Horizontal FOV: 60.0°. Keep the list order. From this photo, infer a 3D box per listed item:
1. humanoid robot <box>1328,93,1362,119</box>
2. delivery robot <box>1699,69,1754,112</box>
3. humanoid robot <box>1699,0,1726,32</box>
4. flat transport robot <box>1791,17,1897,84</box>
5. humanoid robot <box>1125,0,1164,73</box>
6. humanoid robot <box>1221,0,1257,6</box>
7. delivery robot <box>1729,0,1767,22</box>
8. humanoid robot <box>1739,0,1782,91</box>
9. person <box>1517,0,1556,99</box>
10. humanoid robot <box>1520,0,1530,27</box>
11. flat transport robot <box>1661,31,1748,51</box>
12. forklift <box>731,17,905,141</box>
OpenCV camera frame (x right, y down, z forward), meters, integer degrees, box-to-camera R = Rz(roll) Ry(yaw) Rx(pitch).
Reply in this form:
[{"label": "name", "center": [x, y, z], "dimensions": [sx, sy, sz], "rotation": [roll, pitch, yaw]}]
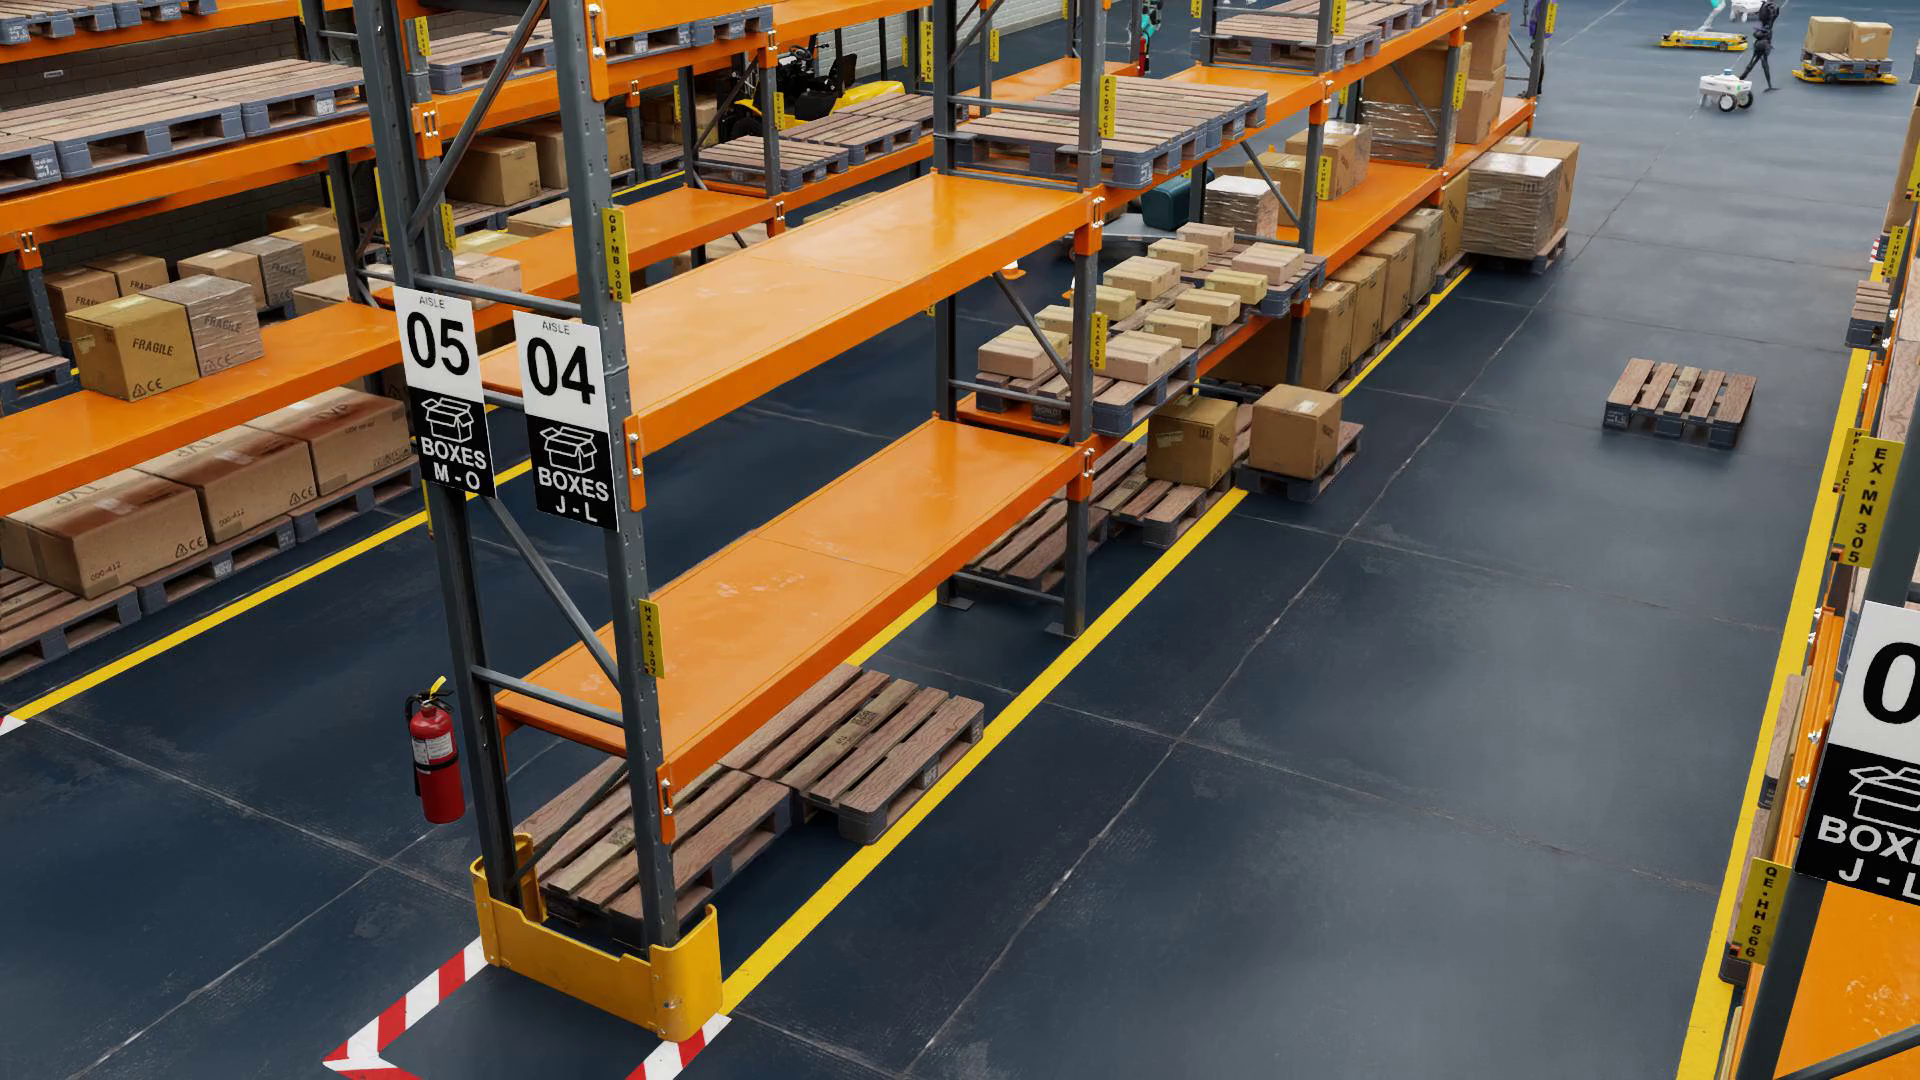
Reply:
[{"label": "humanoid robot", "center": [5.780, -6.960, 24.235], "dimensions": [0.766, 1.638, 0.601], "rotation": [-1, 26, -3]}, {"label": "delivery robot", "center": [11.579, -6.785, 25.130], "dimensions": [0.510, 0.611, 0.782], "rotation": [-16, 30, -30]}, {"label": "humanoid robot", "center": [14.322, -10.500, 31.510], "dimensions": [0.728, 1.827, 0.542], "rotation": [9, 27, 17]}, {"label": "flat transport robot", "center": [14.470, -7.642, 27.221], "dimensions": [1.431, 0.231, 0.659], "rotation": [2, 26, 5]}, {"label": "humanoid robot", "center": [3.032, -8.626, 27.605], "dimensions": [0.712, 1.810, 0.554], "rotation": [-15, 29, -28]}, {"label": "humanoid robot", "center": [5.691, -11.825, 34.254], "dimensions": [1.024, 1.747, 0.564], "rotation": [-7, 26, -14]}, {"label": "delivery robot", "center": [15.671, -10.612, 33.036], "dimensions": [0.747, 0.570, 0.499], "rotation": [-16, 30, -29]}, {"label": "humanoid robot", "center": [12.640, -7.863, 26.108], "dimensions": [0.789, 1.621, 0.602], "rotation": [7, 27, 15]}, {"label": "person", "center": [8.917, -7.787, 25.582], "dimensions": [0.373, 1.961, 0.604], "rotation": [13, 29, 26]}, {"label": "humanoid robot", "center": [11.061, -10.744, 32.050], "dimensions": [0.599, 1.647, 0.453], "rotation": [17, 30, 31]}, {"label": "flat transport robot", "center": [13.493, -9.046, 30.139], "dimensions": [1.431, 0.231, 0.659], "rotation": [11, 28, 21]}, {"label": "forklift", "center": [-1.819, -5.975, 21.543], "dimensions": [2.313, 2.155, 1.214], "rotation": [14, 29, 26]}]
